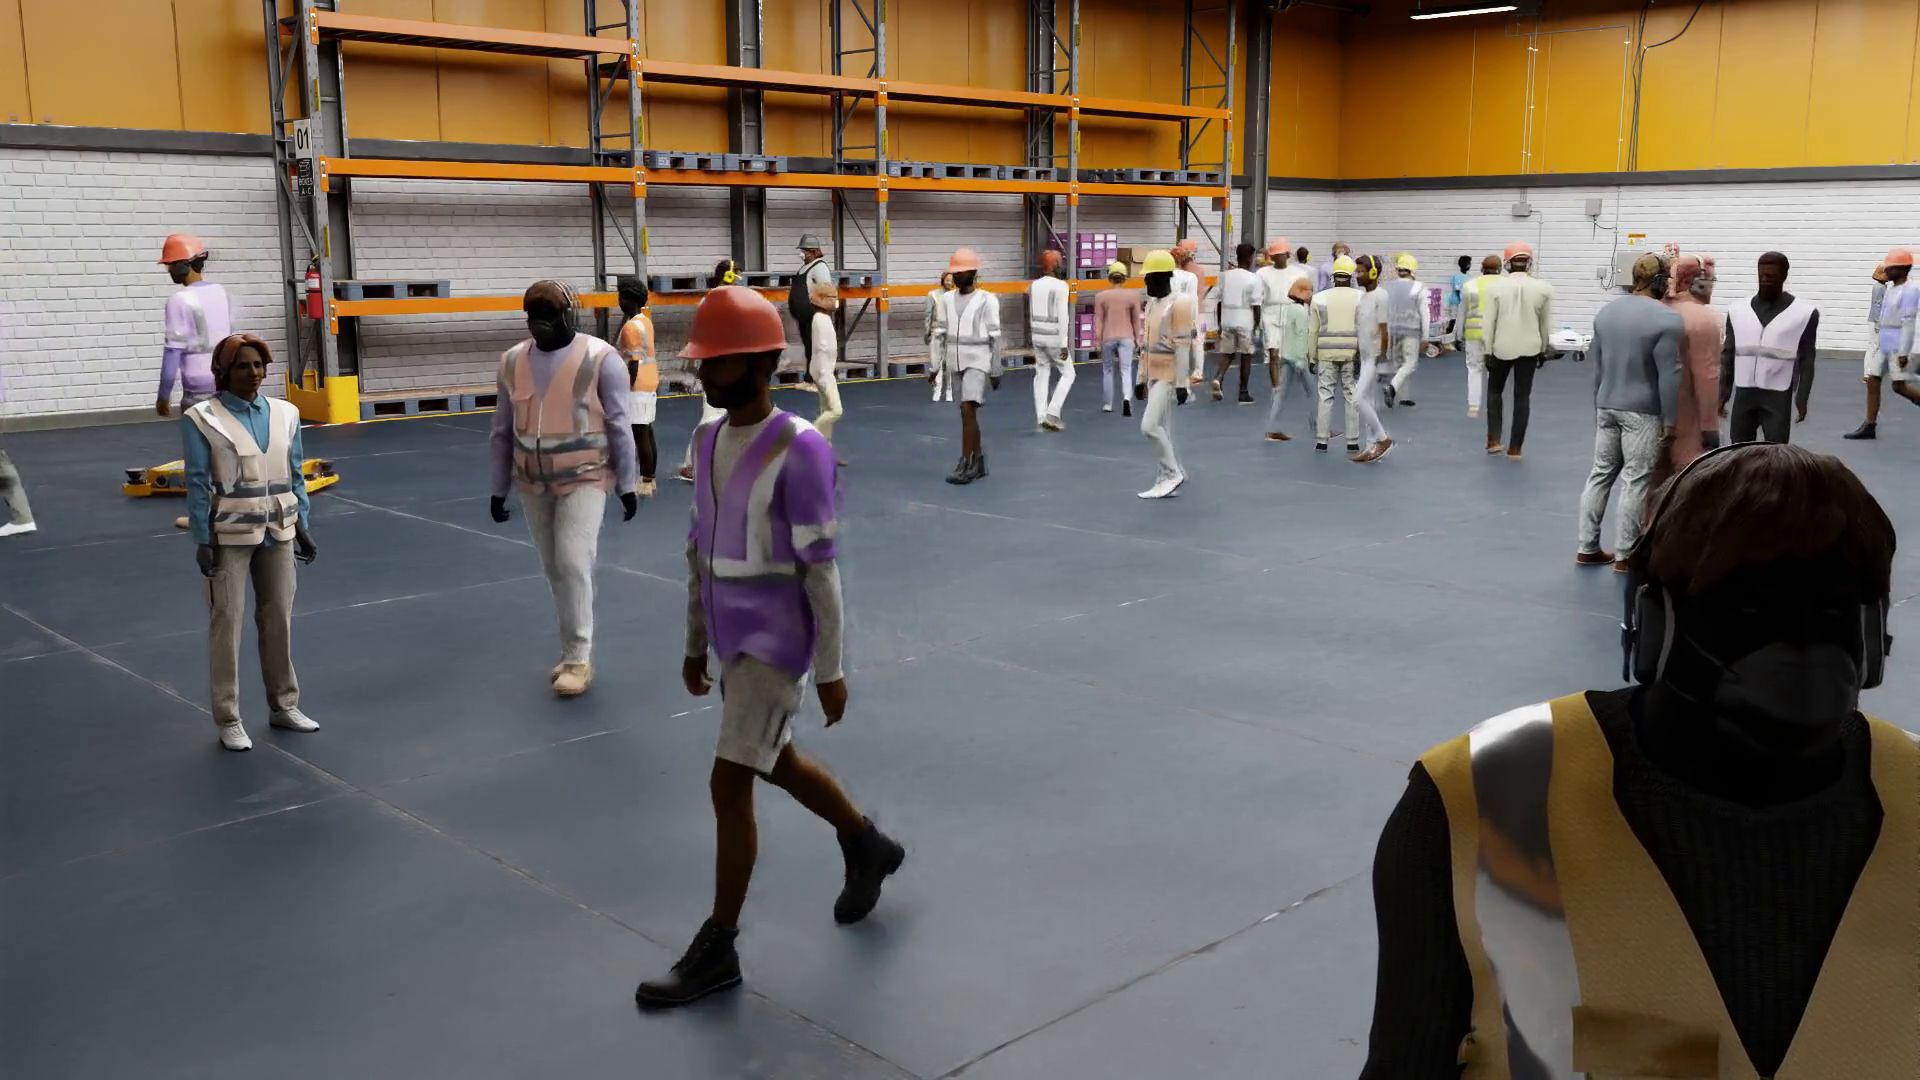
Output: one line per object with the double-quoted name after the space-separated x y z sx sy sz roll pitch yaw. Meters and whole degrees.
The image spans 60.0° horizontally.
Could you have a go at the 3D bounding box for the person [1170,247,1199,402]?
2.643 -2.628 20.311 0.574 1.881 0.357 7 13 34 "person"

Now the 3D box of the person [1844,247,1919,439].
9.279 -1.909 16.339 0.837 1.914 0.548 1 10 7 "person"

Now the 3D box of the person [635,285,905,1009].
-0.497 0.250 4.593 0.944 1.905 0.556 -9 14 -40 "person"

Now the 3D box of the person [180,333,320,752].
-2.824 0.000 6.637 0.310 1.642 0.514 7 13 34 "person"

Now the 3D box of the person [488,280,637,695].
-1.814 -0.225 7.361 0.661 1.821 0.683 3 11 17 "person"

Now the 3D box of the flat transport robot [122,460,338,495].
-5.739 -0.504 13.122 1.431 0.197 0.652 0 10 -2 "flat transport robot"

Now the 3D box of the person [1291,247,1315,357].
5.567 -3.901 27.367 0.533 1.840 0.705 6 12 29 "person"

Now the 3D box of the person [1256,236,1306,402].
3.843 -2.646 20.069 0.617 2.012 0.739 1 10 3 "person"

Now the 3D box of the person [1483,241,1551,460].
5.046 -1.724 15.136 0.607 1.965 0.628 2 11 10 "person"

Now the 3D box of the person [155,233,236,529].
-5.240 -1.081 11.459 0.429 2.030 0.666 2 11 11 "person"

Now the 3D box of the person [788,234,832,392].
-1.960 -2.944 21.600 0.536 2.000 0.675 -5 11 -24 "person"

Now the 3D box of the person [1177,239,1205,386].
2.952 -3.036 22.288 0.836 1.964 0.654 -6 12 -29 "person"

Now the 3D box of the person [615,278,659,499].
-2.495 -1.168 12.849 0.318 1.698 0.534 0 10 -1 "person"

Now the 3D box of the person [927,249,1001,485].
-0.001 -1.407 13.577 0.548 1.900 0.861 7 13 34 "person"

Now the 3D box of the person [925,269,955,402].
-0.160 -2.468 20.152 0.532 1.607 0.470 0 10 0 "person"

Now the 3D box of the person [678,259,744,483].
-2.008 -1.379 13.639 0.461 1.830 0.570 4 11 21 "person"

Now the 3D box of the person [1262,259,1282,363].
4.968 -3.667 26.402 0.490 1.731 0.414 6 12 29 "person"

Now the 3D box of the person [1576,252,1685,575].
4.045 -0.756 10.008 0.392 1.927 0.645 -5 12 -26 "person"

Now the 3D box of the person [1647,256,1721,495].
4.293 -0.745 10.005 0.514 1.895 0.758 -1 10 -5 "person"

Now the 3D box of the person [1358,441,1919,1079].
0.685 0.826 1.585 0.627 1.844 0.429 2 11 8 "person"

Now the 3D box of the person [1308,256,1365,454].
3.532 -1.713 15.453 0.594 1.832 0.404 2 11 12 "person"

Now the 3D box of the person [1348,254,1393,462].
3.619 -1.595 14.752 0.412 1.850 0.560 -1 10 -6 "person"

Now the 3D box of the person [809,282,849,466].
-1.198 -1.430 14.496 0.392 1.620 0.500 -1 10 -5 "person"

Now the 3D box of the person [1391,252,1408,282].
7.786 -4.250 29.547 0.530 1.736 0.801 -10 14 -42 "person"

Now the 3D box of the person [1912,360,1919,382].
13.431 -2.992 22.549 0.524 1.793 0.983 -4 11 -21 "person"

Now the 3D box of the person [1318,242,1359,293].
5.950 -3.739 26.255 0.642 1.926 0.669 -1 10 -3 "person"

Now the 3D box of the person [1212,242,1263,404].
3.304 -2.574 19.830 0.635 1.947 0.625 8 13 38 "person"

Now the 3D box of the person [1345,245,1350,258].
6.649 -4.263 29.329 0.926 1.854 0.665 -5 11 -24 "person"

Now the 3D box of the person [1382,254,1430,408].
5.147 -2.415 19.343 0.753 1.814 0.598 -9 14 -42 "person"

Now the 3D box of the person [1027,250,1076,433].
0.952 -2.029 17.080 0.453 1.864 0.611 -9 14 -40 "person"

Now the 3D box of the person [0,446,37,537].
-6.701 -0.924 11.032 1.000 1.870 0.617 -1 10 -8 "person"

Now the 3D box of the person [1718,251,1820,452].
5.485 -1.002 11.344 0.596 1.916 0.372 9 14 42 "person"

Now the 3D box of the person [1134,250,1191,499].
1.515 -1.245 12.686 0.431 1.909 0.614 -4 11 -19 "person"

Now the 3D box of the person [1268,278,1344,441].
3.407 -1.765 16.347 0.792 1.596 0.522 -1 10 -7 "person"

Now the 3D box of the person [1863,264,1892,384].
12.630 -2.972 22.851 0.280 1.636 0.500 7 13 34 "person"

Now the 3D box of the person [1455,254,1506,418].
5.804 -2.236 18.347 0.640 1.825 0.502 2 11 9 "person"

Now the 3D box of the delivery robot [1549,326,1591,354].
9.800 -3.211 26.850 0.707 0.478 0.477 9 14 40 "delivery robot"

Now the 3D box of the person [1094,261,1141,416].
1.778 -2.281 18.812 0.538 1.742 0.801 0 10 2 "person"

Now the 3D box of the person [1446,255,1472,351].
8.803 -4.115 28.992 0.536 1.666 0.741 -9 14 -41 "person"

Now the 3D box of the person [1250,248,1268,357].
5.068 -3.951 27.728 0.568 1.815 0.887 10 14 43 "person"

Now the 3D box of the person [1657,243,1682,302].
10.787 -3.552 25.318 0.402 1.901 0.647 3 11 18 "person"
